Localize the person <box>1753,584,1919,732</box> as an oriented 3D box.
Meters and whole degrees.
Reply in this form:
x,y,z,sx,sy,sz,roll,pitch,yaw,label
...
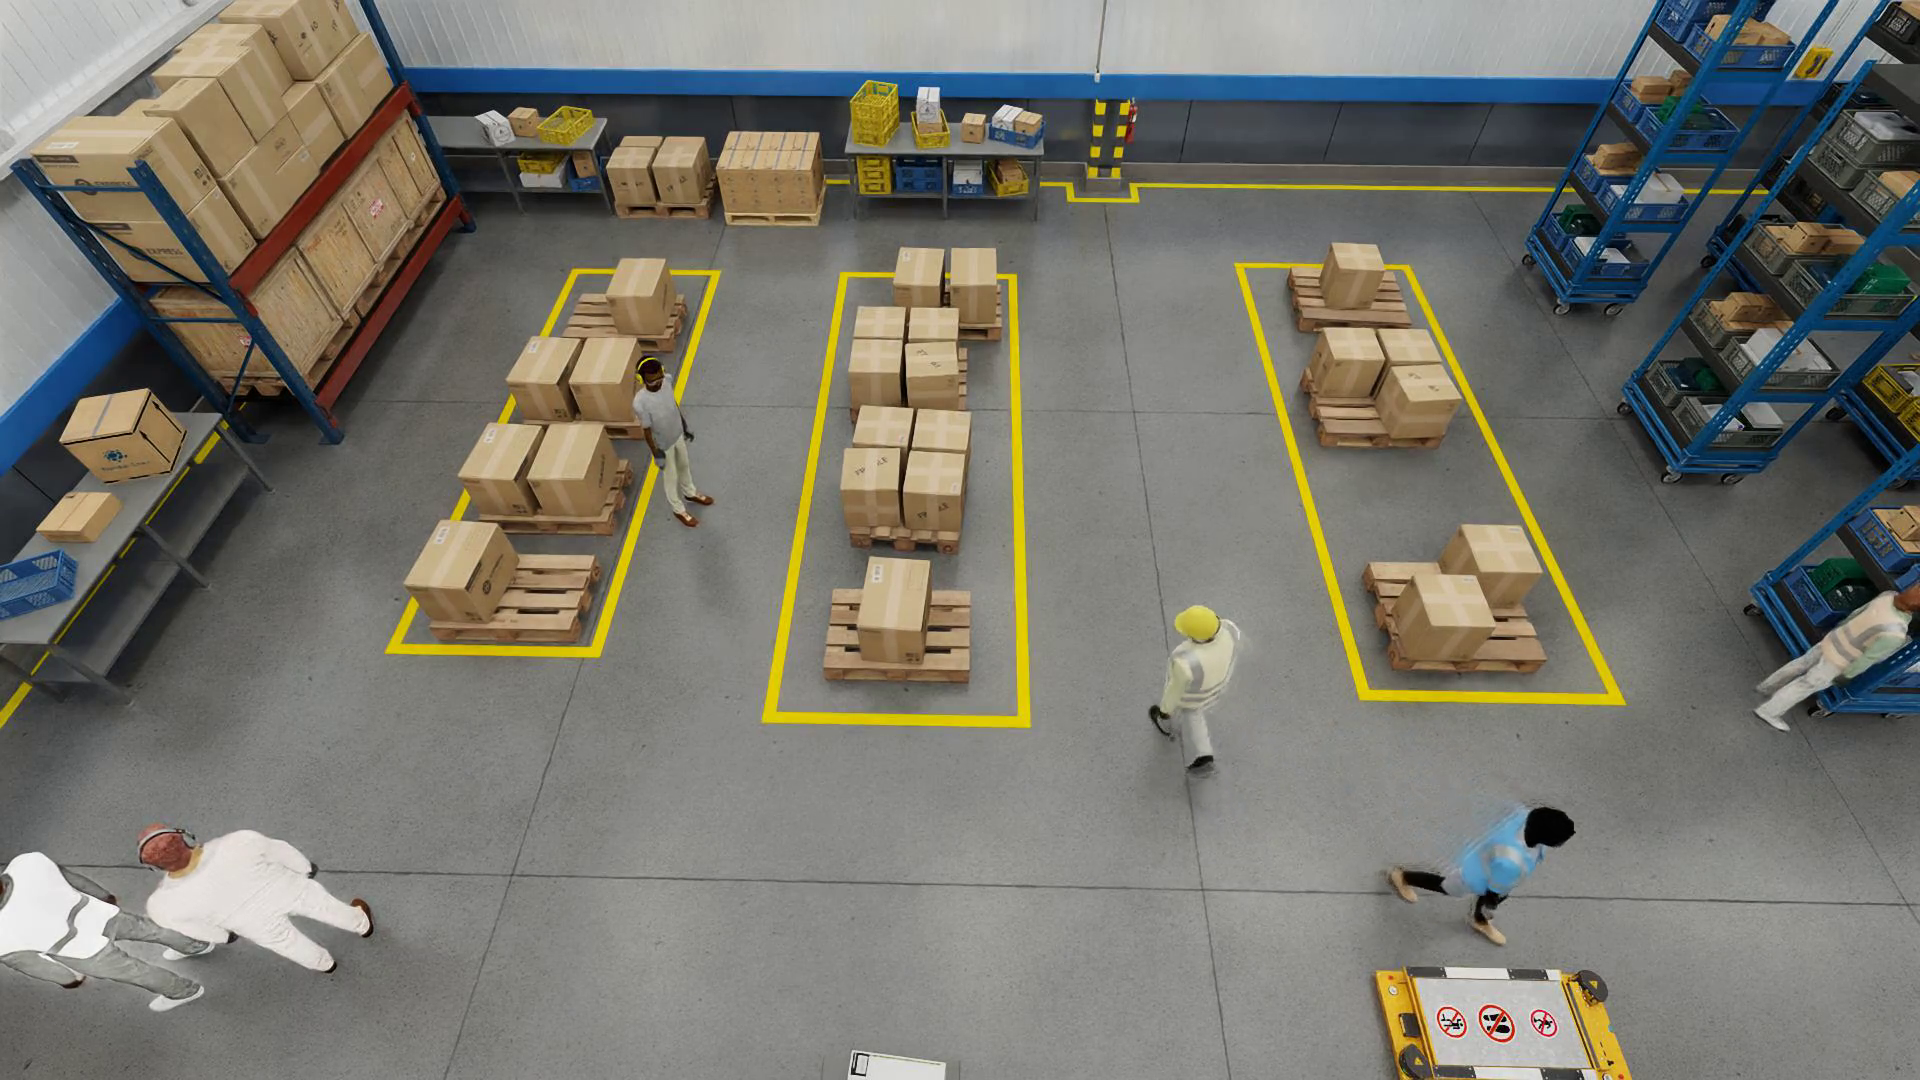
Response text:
x,y,z,sx,sy,sz,roll,pitch,yaw,label
6.646,0.855,6.893,0.310,1.638,0.523,23,55,18,person

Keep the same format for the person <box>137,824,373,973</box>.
x,y,z,sx,sy,sz,roll,pitch,yaw,label
-4.312,2.194,5.636,0.406,1.903,0.639,31,57,23,person

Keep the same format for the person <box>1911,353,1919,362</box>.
x,y,z,sx,sy,sz,roll,pitch,yaw,label
10.784,-2.528,9.435,0.412,1.986,0.616,3,51,2,person

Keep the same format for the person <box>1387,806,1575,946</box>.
x,y,z,sx,sy,sz,roll,pitch,yaw,label
3.382,2.106,5.860,0.538,1.661,0.800,-34,58,-24,person

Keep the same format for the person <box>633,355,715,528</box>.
x,y,z,sx,sy,sz,roll,pitch,yaw,label
-2.570,-0.893,8.176,0.333,1.866,0.515,17,53,14,person

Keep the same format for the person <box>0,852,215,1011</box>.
x,y,z,sx,sy,sz,roll,pitch,yaw,label
-5.256,2.359,5.500,0.387,1.910,0.584,-10,52,-8,person

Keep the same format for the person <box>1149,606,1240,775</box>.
x,y,z,sx,sy,sz,roll,pitch,yaw,label
1.721,1.086,6.612,0.614,1.786,0.680,-26,55,-20,person

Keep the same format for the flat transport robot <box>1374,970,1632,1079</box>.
x,y,z,sx,sy,sz,roll,pitch,yaw,label
3.501,3.133,5.914,1.431,0.197,0.652,1,51,1,flat transport robot
